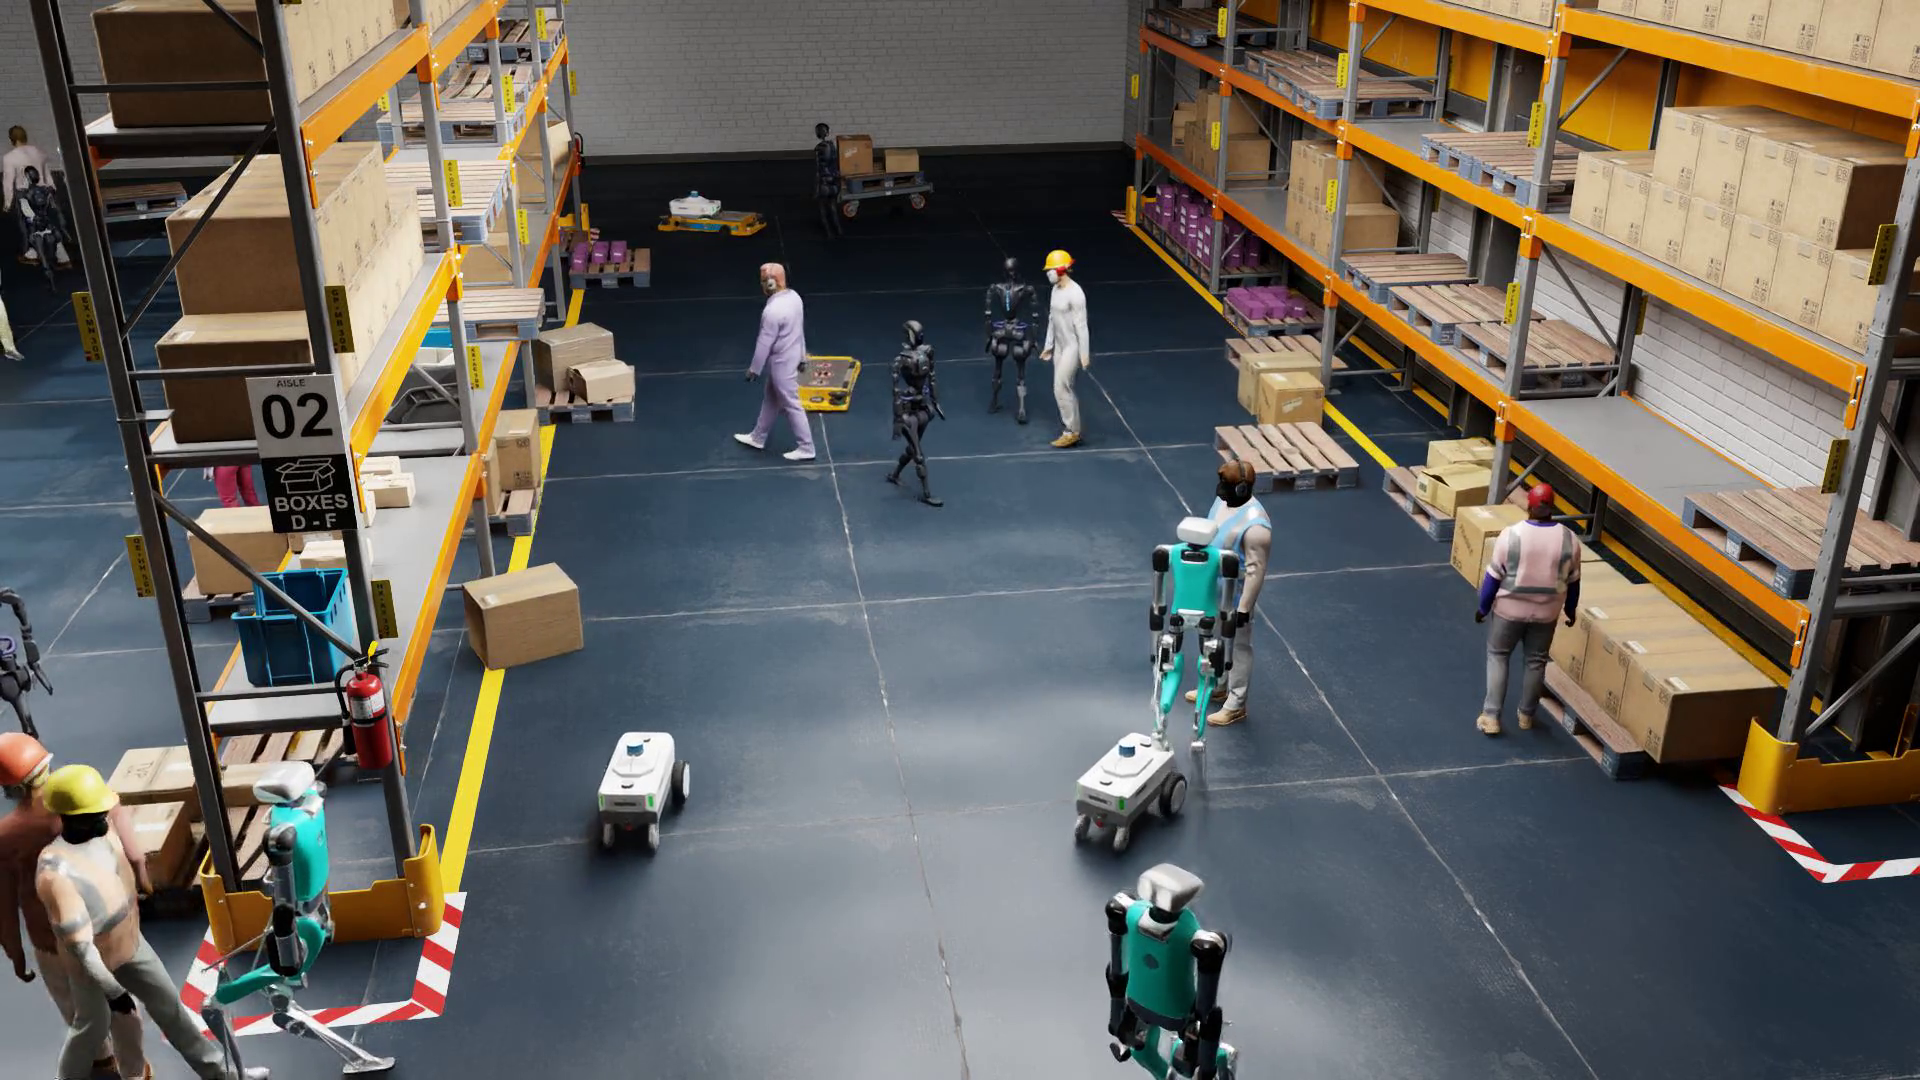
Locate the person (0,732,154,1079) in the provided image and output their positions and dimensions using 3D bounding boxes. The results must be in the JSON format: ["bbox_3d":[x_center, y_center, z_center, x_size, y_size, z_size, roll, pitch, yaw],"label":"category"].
[{"bbox_3d":[-4.060,1.714,7.665,0.707,1.966,0.575,-20,30,-37],"label":"person"}]

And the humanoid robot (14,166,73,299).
[{"bbox_3d":[-11.498,-3.869,20.831,0.785,1.645,0.602,18,30,35],"label":"humanoid robot"}]

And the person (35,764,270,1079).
[{"bbox_3d":[-3.810,1.832,7.503,0.950,1.873,0.592,0,24,0],"label":"person"}]

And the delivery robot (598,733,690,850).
[{"bbox_3d":[-1.930,1.467,10.001,0.499,0.611,0.814,0,24,1],"label":"delivery robot"}]

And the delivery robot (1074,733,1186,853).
[{"bbox_3d":[0.994,1.464,9.972,0.499,0.583,0.774,15,28,30],"label":"delivery robot"}]

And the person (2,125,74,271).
[{"bbox_3d":[-12.245,-4.509,21.938,1.025,1.886,0.648,8,25,17],"label":"person"}]

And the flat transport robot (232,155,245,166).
[{"bbox_3d":[-10.035,-5.024,25.124,0.659,0.231,1.431,15,28,31],"label":"flat transport robot"}]

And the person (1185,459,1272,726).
[{"bbox_3d":[1.765,0.336,10.957,0.430,1.845,0.621,-7,25,-15],"label":"person"}]

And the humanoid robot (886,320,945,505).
[{"bbox_3d":[-0.408,-1.158,14.644,0.789,1.638,0.613,19,30,36],"label":"humanoid robot"}]

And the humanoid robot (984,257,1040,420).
[{"bbox_3d":[0.512,-2.001,16.508,0.588,1.627,0.496,6,24,14],"label":"humanoid robot"}]

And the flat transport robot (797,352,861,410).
[{"bbox_3d":[-1.439,-1.665,17.471,0.659,0.231,1.431,1,24,2],"label":"flat transport robot"}]

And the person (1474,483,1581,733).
[{"bbox_3d":[3.696,0.457,10.803,0.659,1.749,0.459,3,24,7],"label":"person"}]

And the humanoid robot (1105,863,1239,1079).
[{"bbox_3d":[1.032,2.039,7.228,0.547,1.780,0.943,17,29,33],"label":"humanoid robot"}]

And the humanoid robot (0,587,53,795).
[{"bbox_3d":[-5.854,0.829,10.042,0.611,1.643,0.517,-15,28,-31],"label":"humanoid robot"}]

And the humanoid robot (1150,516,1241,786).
[{"bbox_3d":[1.364,0.821,10.049,0.533,1.817,0.789,6,25,14],"label":"humanoid robot"}]

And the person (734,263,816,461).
[{"bbox_3d":[-1.748,-1.644,15.438,0.874,1.866,0.650,4,24,9],"label":"person"}]

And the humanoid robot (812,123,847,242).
[{"bbox_3d":[-1.842,-5.027,23.388,0.365,1.644,0.589,10,25,21],"label":"humanoid robot"}]

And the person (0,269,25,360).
[{"bbox_3d":[-10.719,-2.766,18.182,0.656,1.715,0.576,16,28,32],"label":"person"}]

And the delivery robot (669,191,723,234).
[{"bbox_3d":[-3.840,-4.770,24.181,0.787,0.587,0.499,5,24,11],"label":"delivery robot"}]

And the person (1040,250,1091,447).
[{"bbox_3d":[0.972,-1.807,15.823,0.547,1.857,0.633,-10,26,-22],"label":"person"}]

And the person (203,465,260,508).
[{"bbox_3d":[-5.891,-0.626,13.413,0.284,1.626,0.497,8,25,18],"label":"person"}]

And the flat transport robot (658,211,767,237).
[{"bbox_3d":[-3.599,-4.618,24.199,1.431,0.231,0.659,6,24,14],"label":"flat transport robot"}]

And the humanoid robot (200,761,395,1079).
[{"bbox_3d":[-3.244,1.834,7.726,0.993,1.763,0.545,-1,24,-1],"label":"humanoid robot"}]
